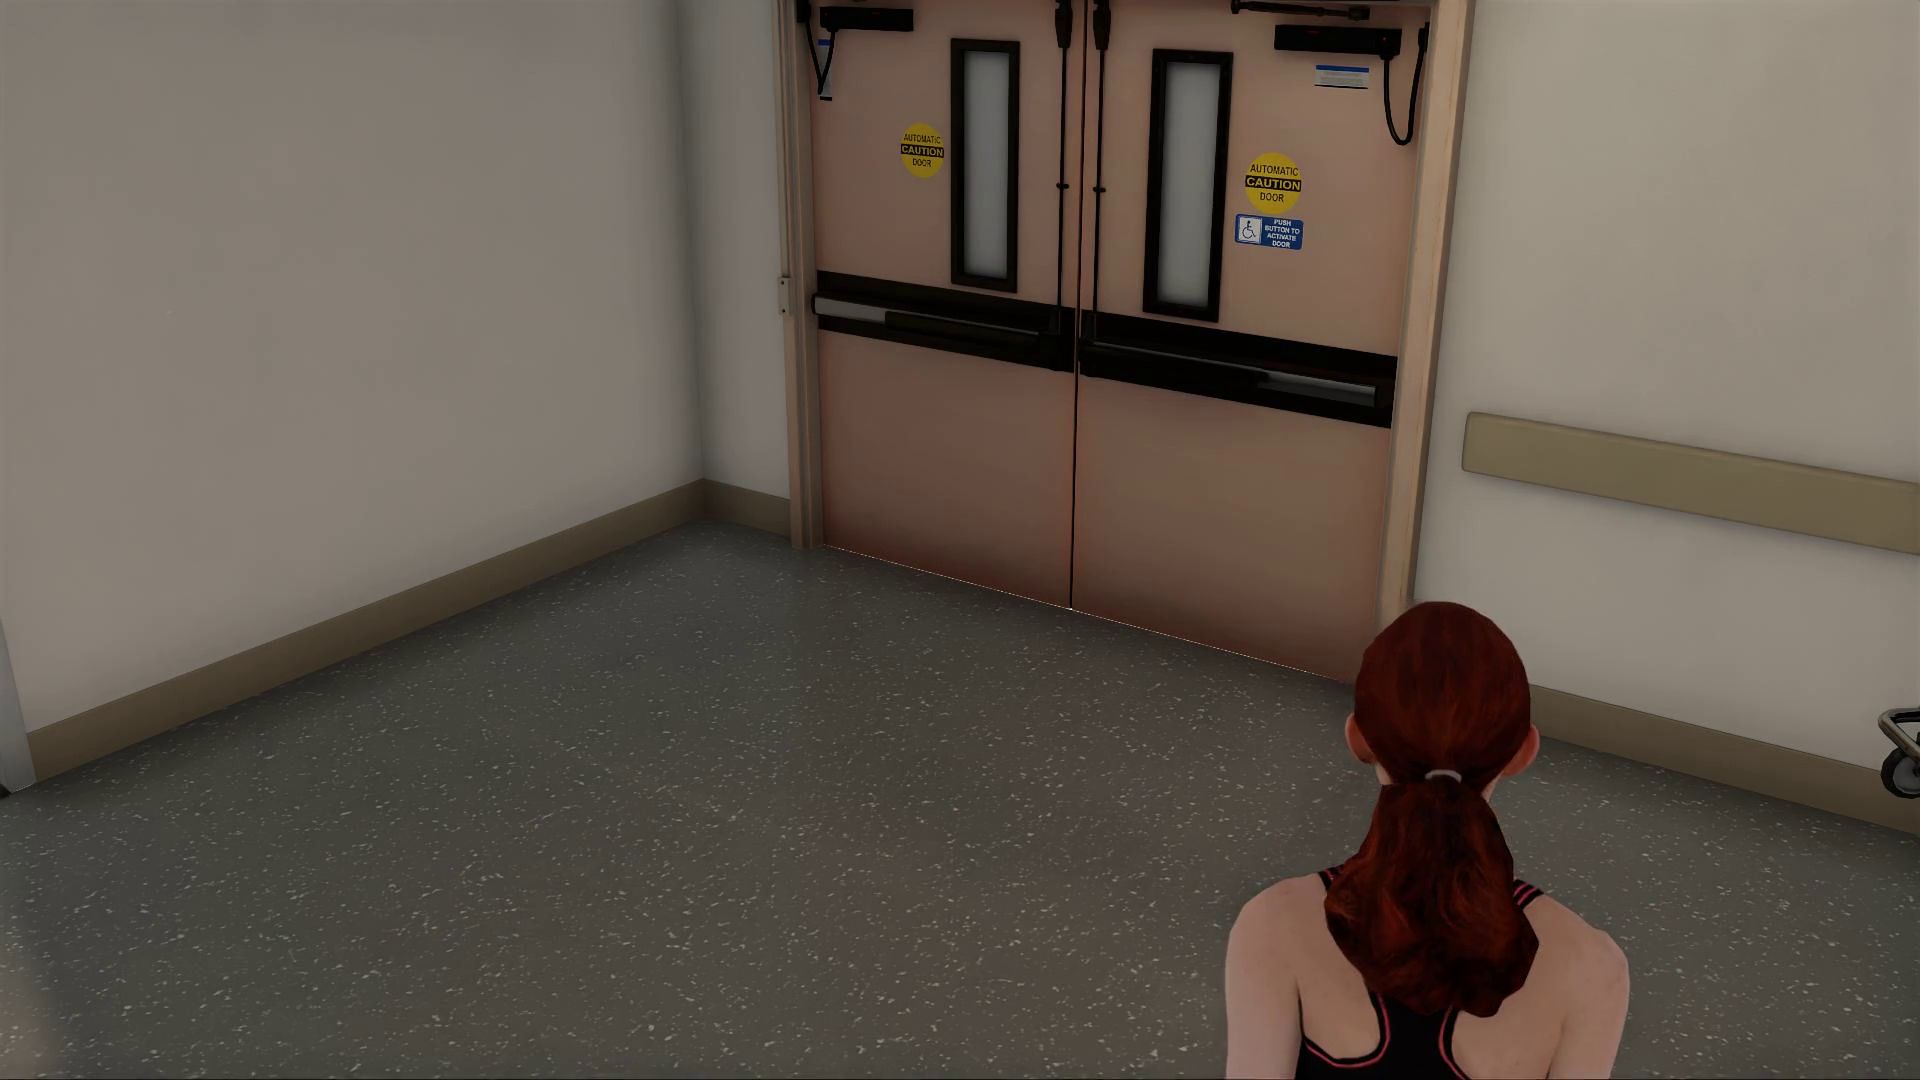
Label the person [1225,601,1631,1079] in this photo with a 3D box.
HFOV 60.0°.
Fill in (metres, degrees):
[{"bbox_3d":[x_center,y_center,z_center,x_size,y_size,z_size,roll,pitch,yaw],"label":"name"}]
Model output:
[{"bbox_3d":[0.481,0.905,1.891,0.665,1.788,0.704,4,21,10],"label":"person"}]
